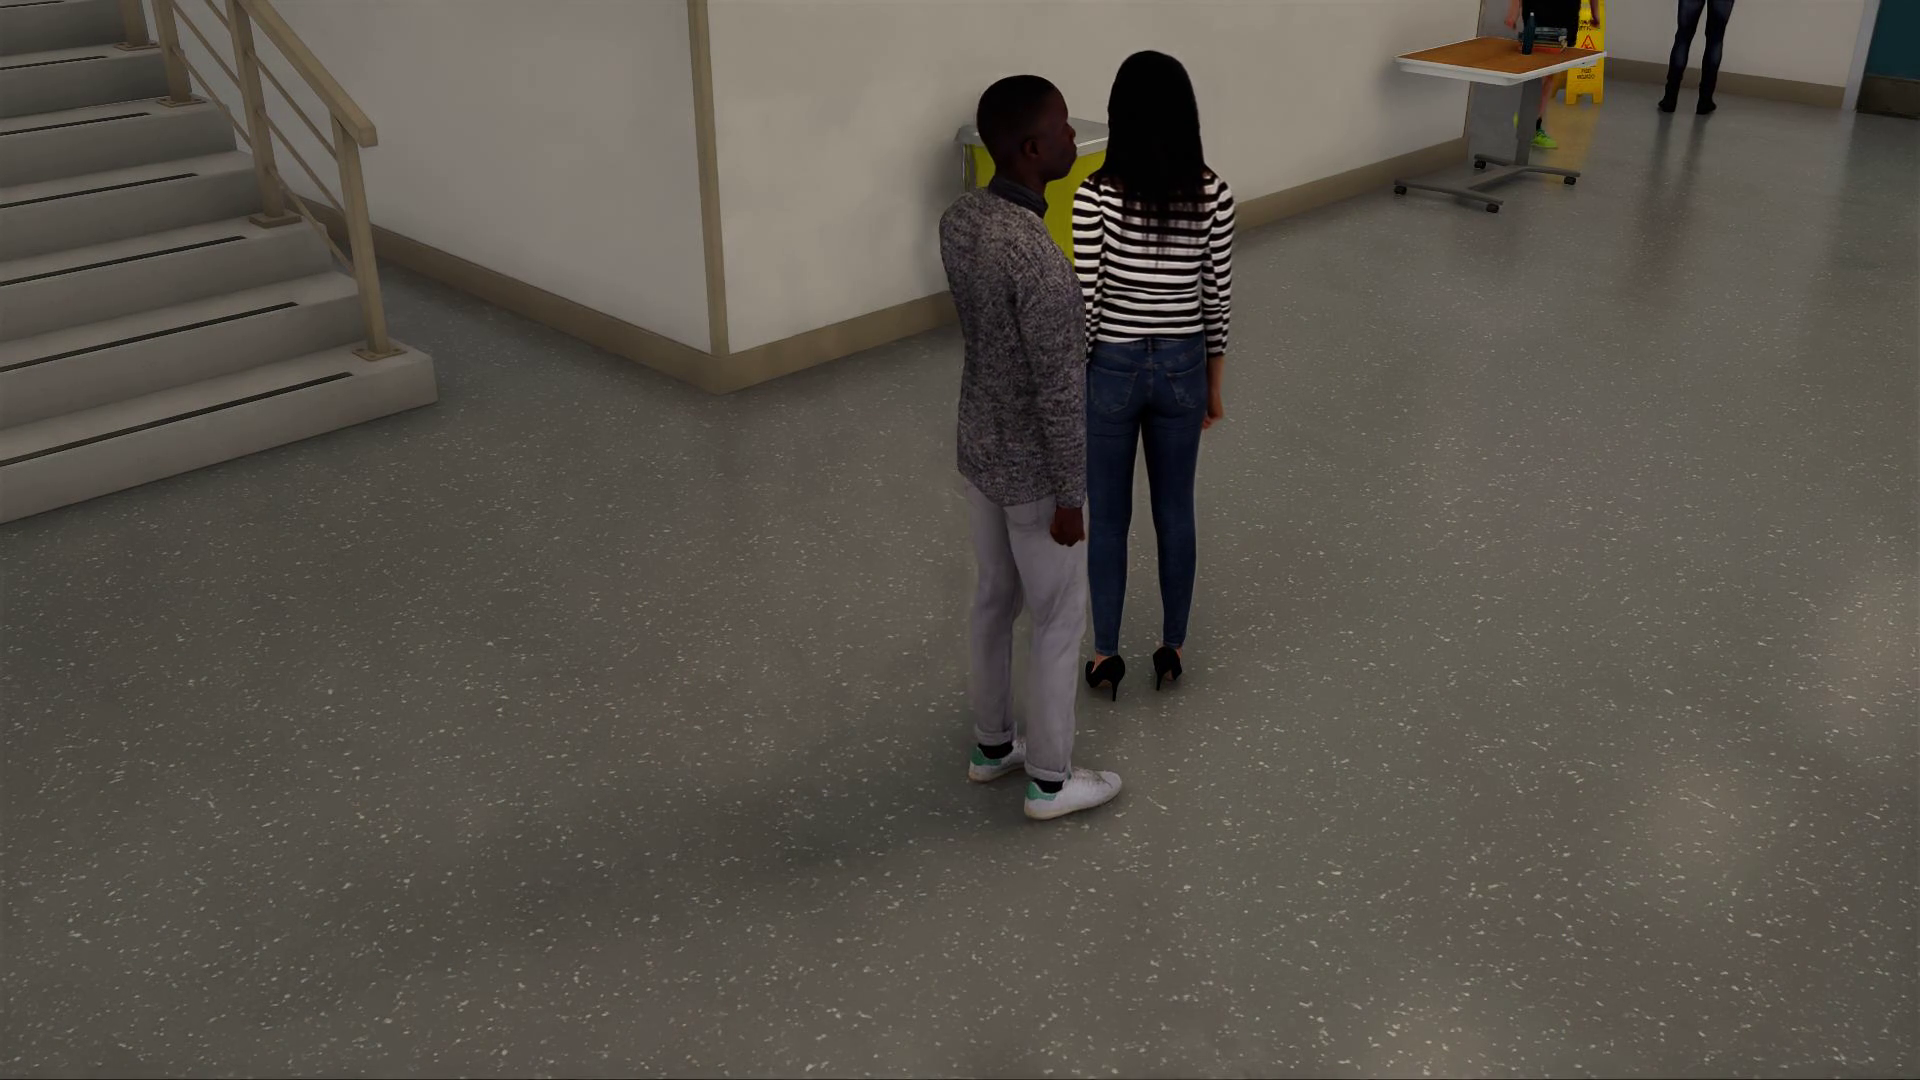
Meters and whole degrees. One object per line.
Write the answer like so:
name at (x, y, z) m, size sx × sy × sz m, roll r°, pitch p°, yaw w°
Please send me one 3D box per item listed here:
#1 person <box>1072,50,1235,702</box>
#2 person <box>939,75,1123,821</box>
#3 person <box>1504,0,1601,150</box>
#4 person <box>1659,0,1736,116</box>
person at (0.491, -0.396, 4.494) m, size 0.669 × 1.794 × 0.702 m, roll -3°, pitch 26°, yaw -6°
person at (0.099, -0.185, 4.013) m, size 0.847 × 1.831 × 0.684 m, roll -12°, pitch 28°, yaw -24°
person at (3.790, -3.485, 10.806) m, size 0.905 × 1.876 × 0.870 m, roll -11°, pitch 28°, yaw -21°
person at (5.402, -4.050, 11.958) m, size 0.633 × 1.893 × 0.790 m, roll 10°, pitch 27°, yaw 19°
